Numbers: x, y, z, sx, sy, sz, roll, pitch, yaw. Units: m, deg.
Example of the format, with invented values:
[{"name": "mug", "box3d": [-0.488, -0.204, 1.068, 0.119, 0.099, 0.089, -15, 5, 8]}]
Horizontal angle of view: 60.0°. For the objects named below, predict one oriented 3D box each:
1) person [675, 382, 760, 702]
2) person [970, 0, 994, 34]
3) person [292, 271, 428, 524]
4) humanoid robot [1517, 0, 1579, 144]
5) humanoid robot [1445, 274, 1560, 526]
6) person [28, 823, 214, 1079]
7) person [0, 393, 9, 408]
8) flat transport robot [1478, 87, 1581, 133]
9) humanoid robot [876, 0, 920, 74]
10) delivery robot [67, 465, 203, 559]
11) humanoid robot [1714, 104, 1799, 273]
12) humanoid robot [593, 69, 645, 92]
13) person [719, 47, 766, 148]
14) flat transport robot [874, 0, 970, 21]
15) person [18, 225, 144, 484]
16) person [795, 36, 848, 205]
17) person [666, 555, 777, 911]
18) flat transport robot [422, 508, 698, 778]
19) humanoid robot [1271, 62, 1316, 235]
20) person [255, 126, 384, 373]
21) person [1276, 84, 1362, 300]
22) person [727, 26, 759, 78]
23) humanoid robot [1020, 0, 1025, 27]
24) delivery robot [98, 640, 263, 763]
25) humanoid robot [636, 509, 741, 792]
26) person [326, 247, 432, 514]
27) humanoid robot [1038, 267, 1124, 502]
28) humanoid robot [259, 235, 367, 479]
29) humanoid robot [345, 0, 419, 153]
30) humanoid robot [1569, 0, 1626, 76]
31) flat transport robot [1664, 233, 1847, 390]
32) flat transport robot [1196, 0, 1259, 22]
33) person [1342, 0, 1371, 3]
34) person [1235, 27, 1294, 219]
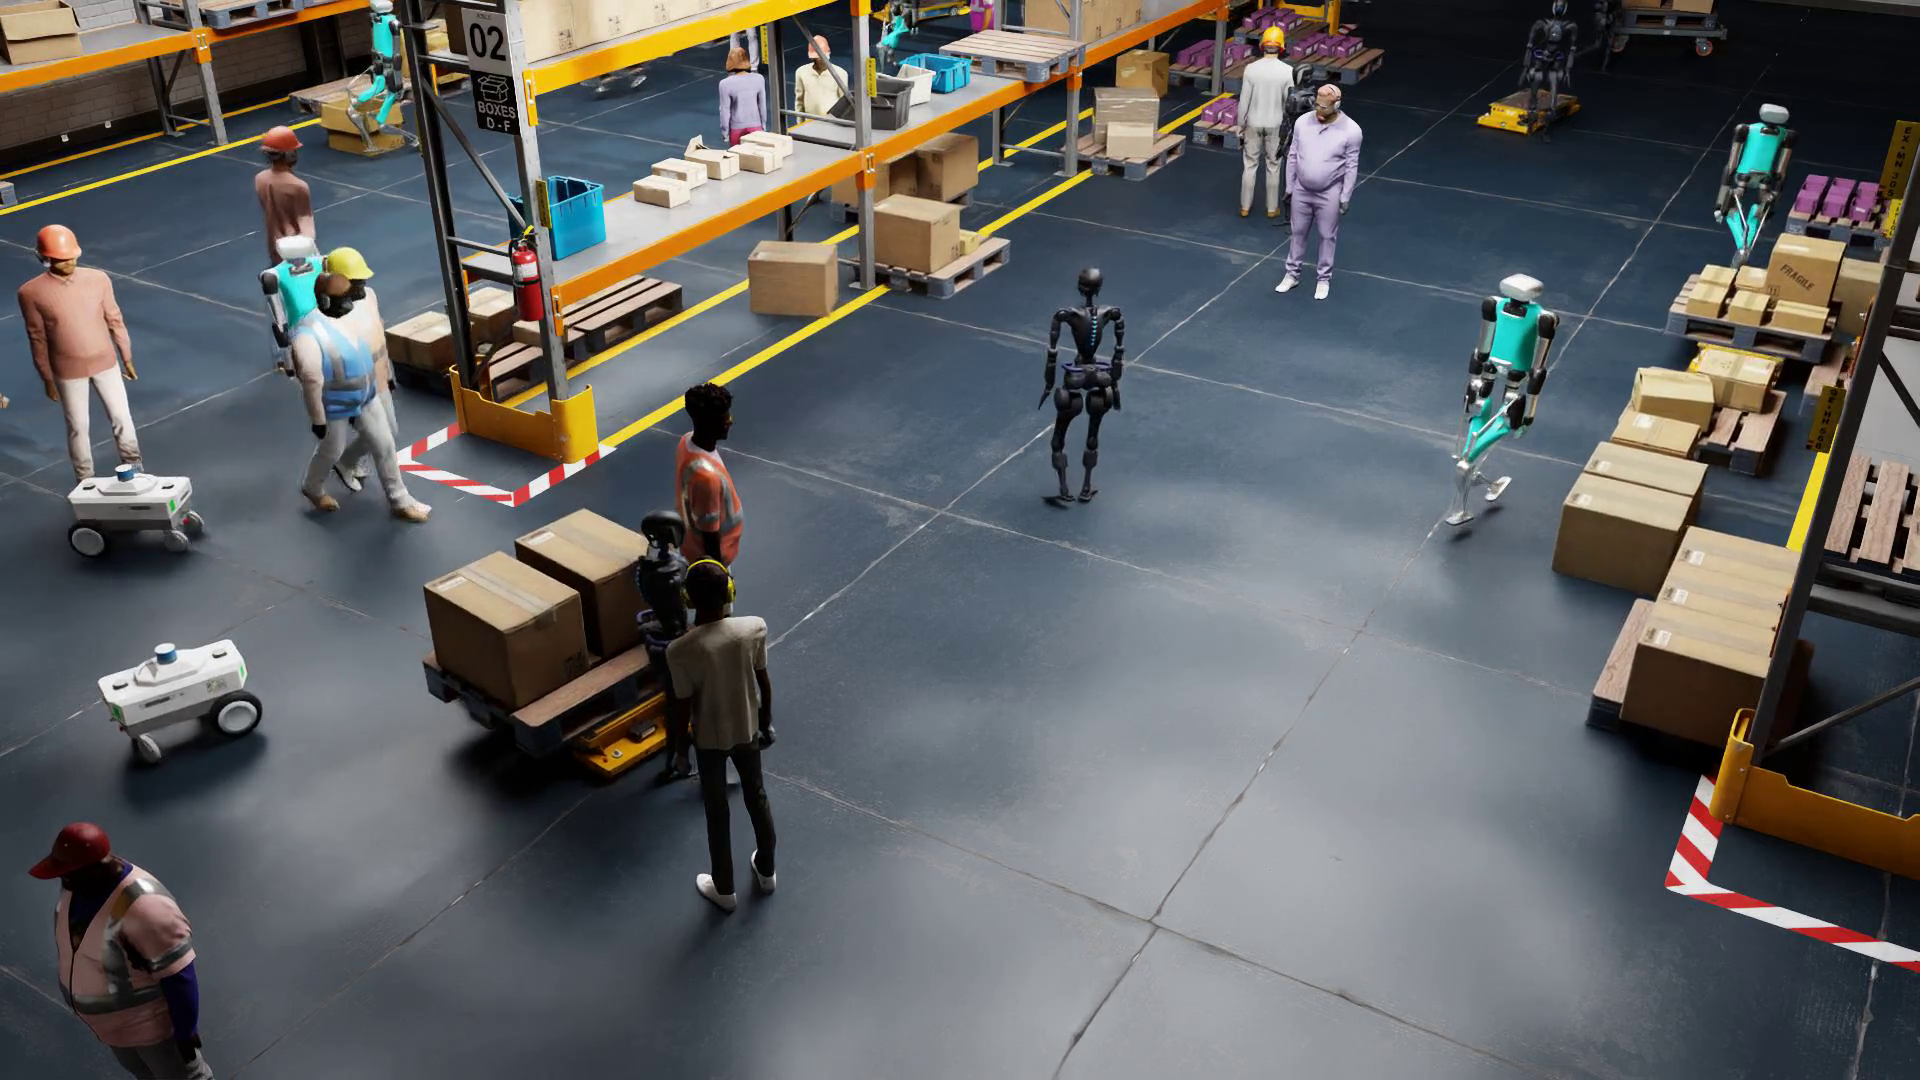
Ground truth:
[{"name": "person", "box3d": [-1.360, 0.042, 9.158, 0.370, 1.958, 0.590, -7, 30, -12]}, {"name": "person", "box3d": [0.269, -6.370, 20.606, 0.341, 1.847, 0.509, -5, 30, -8]}, {"name": "person", "box3d": [-4.145, -0.944, 11.064, 0.910, 1.799, 0.652, 13, 32, 22]}, {"name": "humanoid robot", "box3d": [6.714, -5.395, 19.051, 0.584, 1.642, 0.376, 5, 30, 9]}, {"name": "humanoid robot", "box3d": [3.460, -0.852, 10.956, 1.014, 1.724, 0.538, -23, 37, -35]}, {"name": "person", "box3d": [-3.120, 1.775, 6.292, 0.627, 1.751, 0.420, 15, 33, 25]}, {"name": "person", "box3d": [-6.835, -0.964, 11.143, 0.790, 1.742, 0.466, -3, 30, -4]}, {"name": "flat transport robot", "box3d": [6.917, -5.211, 20.159, 0.659, 0.231, 1.431, 24, 37, 36]}, {"name": "humanoid robot", "box3d": [-0.891, -6.573, 21.143, 1.033, 1.782, 0.540, -24, 37, -36]}, {"name": "delivery robot", "box3d": [-5.472, -0.219, 11.024, 0.757, 0.580, 0.499, -1, 29, -1]}, {"name": "humanoid robot", "box3d": [6.883, -2.827, 14.475, 0.563, 1.763, 0.983, 8, 30, 14]}, {"name": "humanoid robot", "box3d": [-4.396, -6.364, 20.721, 0.551, 1.736, 1.031, 21, 35, 32]}, {"name": "person", "box3d": [-2.212, -4.215, 17.019, 0.498, 1.628, 0.285, -14, 32, -23]}, {"name": "flat transport robot", "box3d": [-0.540, -8.021, 25.130, 1.431, 0.231, 0.659, -22, 36, -34]}, {"name": "person", "box3d": [-5.935, -1.188, 11.305, 0.623, 1.983, 0.405, -25, 38, -37]}, {"name": "person", "box3d": [-1.413, -4.272, 16.998, 0.564, 1.743, 0.343, 4, 30, 8]}, {"name": "person", "box3d": [-1.097, 0.907, 7.722, 0.514, 1.861, 0.328, -16, 33, -27]}, {"name": "flat transport robot", "box3d": [-2.201, 0.862, 9.417, 1.431, 0.231, 0.659, 22, 36, 34]}, {"name": "humanoid robot", "box3d": [3.296, -3.846, 16.306, 0.325, 1.653, 0.586, -10, 31, -18]}, {"name": "person", "box3d": [-5.289, -2.377, 13.445, 0.646, 1.943, 1.011, 16, 33, 26]}, {"name": "person", "box3d": [3.164, -3.078, 14.731, 0.636, 1.902, 0.409, 16, 33, 26]}, {"name": "person", "box3d": [-2.827, -6.964, 21.550, 0.488, 1.955, 0.418, 2, 30, 4]}, {"name": "humanoid robot", "box3d": [0.981, -6.545, 21.066, 0.542, 1.752, 1.003, 5, 30, 8]}, {"name": "delivery robot", "box3d": [-4.277, 0.844, 9.169, 0.777, 0.605, 0.522, -20, 35, -31]}, {"name": "humanoid robot", "box3d": [-1.423, 0.551, 8.538, 0.422, 1.652, 0.609, -14, 32, -23]}, {"name": "person", "box3d": [-4.040, -1.066, 11.169, 0.732, 1.904, 0.593, 6, 30, 10]}, {"name": "humanoid robot", "box3d": [0.844, -1.038, 11.345, 0.593, 1.638, 0.417, -8, 31, -14]}, {"name": "humanoid robot", "box3d": [-4.363, -1.179, 11.557, 0.530, 1.792, 0.772, -23, 37, -35]}, {"name": "humanoid robot", "box3d": [-6.471, -5.075, 18.433, 0.561, 1.732, 1.033, 24, 37, 36]}, {"name": "humanoid robot", "box3d": [8.461, -6.975, 21.866, 0.597, 1.641, 0.590, 22, 36, 33]}, {"name": "flat transport robot", "box3d": [6.521, -1.611, 13.792, 0.659, 0.231, 1.431, 16, 33, 27]}, {"name": "flat transport robot", "box3d": [4.077, -8.114, 25.295, 0.659, 0.231, 1.431, 17, 34, 27]}, {"name": "person", "box3d": [6.215, -9.192, 25.729, 0.526, 1.716, 0.593, -3, 30, -5]}, {"name": "person", "box3d": [3.062, -4.171, 16.671, 0.582, 1.893, 0.378, 7, 30, 12]}]
